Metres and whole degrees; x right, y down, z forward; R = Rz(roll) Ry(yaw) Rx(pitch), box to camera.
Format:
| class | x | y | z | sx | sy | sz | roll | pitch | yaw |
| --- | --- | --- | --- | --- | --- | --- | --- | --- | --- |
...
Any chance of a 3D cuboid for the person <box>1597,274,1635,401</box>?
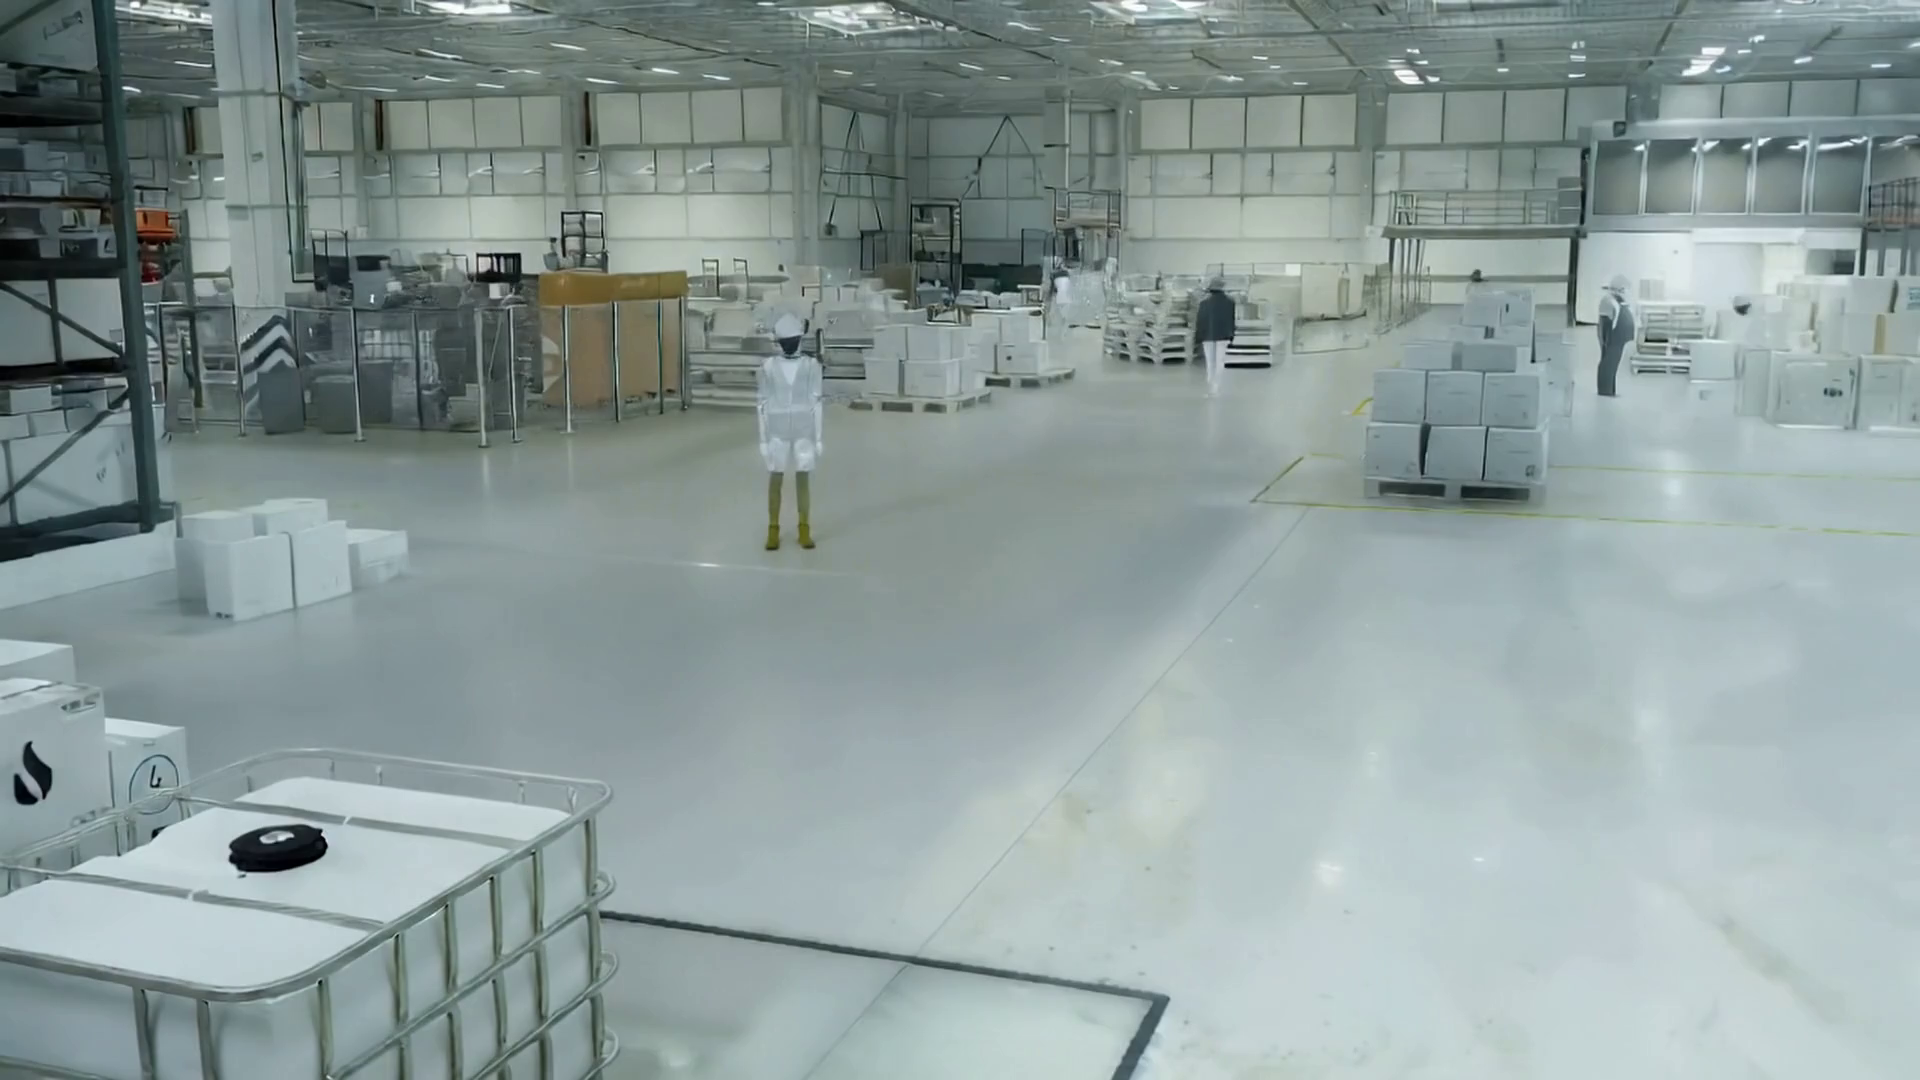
| class | x | y | z | sx | sy | sz | roll | pitch | yaw |
| --- | --- | --- | --- | --- | --- | --- | --- | --- | --- |
| person | 10.568 | -3.254 | 26.762 | 0.535 | 2.000 | 0.684 | 9 | 13 | 41 |

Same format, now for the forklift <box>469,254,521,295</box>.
| class | x | y | z | sx | sy | sz | roll | pitch | yaw |
| --- | --- | --- | --- | --- | --- | --- | --- | --- | --- |
| forklift | -17.990 | -10.121 | 64.684 | 1.157 | 1.987 | 2.680 | 3 | 11 | 17 |

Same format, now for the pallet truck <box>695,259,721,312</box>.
| class | x | y | z | sx | sy | sz | roll | pitch | yaw |
| --- | --- | --- | --- | --- | --- | --- | --- | --- | --- |
| pallet truck | -9.165 | -9.627 | 62.776 | 0.823 | 1.965 | 1.885 | 4 | 11 | 23 |

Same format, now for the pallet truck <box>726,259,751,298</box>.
| class | x | y | z | sx | sy | sz | roll | pitch | yaw |
| --- | --- | --- | --- | --- | --- | --- | --- | --- | --- |
| pallet truck | -7.986 | -9.493 | 62.019 | 0.823 | 1.965 | 1.885 | 3 | 11 | 17 |

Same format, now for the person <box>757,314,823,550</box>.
| class | x | y | z | sx | sy | sz | roll | pitch | yaw |
| --- | --- | --- | --- | --- | --- | --- | --- | --- | --- |
| person | -1.390 | -0.880 | 13.680 | 0.542 | 1.939 | 0.368 | -2 | 10 | -9 |

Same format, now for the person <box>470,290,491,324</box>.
| class | x | y | z | sx | sy | sz | roll | pitch | yaw |
| --- | --- | --- | --- | --- | --- | --- | --- | --- | --- |
| person | -8.738 | -3.724 | 30.414 | 0.399 | 1.677 | 0.547 | 4 | 11 | 20 |

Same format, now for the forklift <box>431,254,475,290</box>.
| class | x | y | z | sx | sy | sz | roll | pitch | yaw |
| --- | --- | --- | --- | --- | --- | --- | --- | --- | --- |
| forklift | -20.133 | -10.254 | 65.465 | 1.157 | 1.987 | 2.680 | 3 | 11 | 19 |

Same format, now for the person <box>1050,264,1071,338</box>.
| class | x | y | z | sx | sy | sz | roll | pitch | yaw |
| --- | --- | --- | --- | --- | --- | --- | --- | --- | --- |
| person | 2.726 | -6.351 | 44.319 | 0.611 | 2.018 | 0.852 | -5 | 11 | -28 |

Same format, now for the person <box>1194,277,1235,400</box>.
| class | x | y | z | sx | sy | sz | roll | pitch | yaw |
| --- | --- | --- | --- | --- | --- | --- | --- | --- | --- |
| person | 4.136 | -3.277 | 27.058 | 0.636 | 1.984 | 0.560 | 2 | 10 | 11 |

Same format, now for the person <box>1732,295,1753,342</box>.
| class | x | y | z | sx | sy | sz | roll | pitch | yaw |
| --- | --- | --- | --- | --- | --- | --- | --- | --- | --- |
| person | 12.265 | -2.978 | 26.123 | 0.947 | 1.708 | 0.540 | 3 | 11 | 17 |

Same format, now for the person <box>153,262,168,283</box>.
| class | x | y | z | sx | sy | sz | roll | pitch | yaw |
| --- | --- | --- | --- | --- | --- | --- | --- | --- | --- |
| person | -27.655 | -8.643 | 57.472 | 0.651 | 1.913 | 0.410 | 6 | 12 | 29 |

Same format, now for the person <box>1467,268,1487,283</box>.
| class | x | y | z | sx | sy | sz | roll | pitch | yaw |
| --- | --- | --- | --- | --- | --- | --- | --- | --- | --- |
| person | 14.052 | -6.466 | 45.369 | 0.597 | 1.847 | 0.880 | 6 | 12 | 30 |

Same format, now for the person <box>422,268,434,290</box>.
| class | x | y | z | sx | sy | sz | roll | pitch | yaw |
| --- | --- | --- | --- | --- | --- | --- | --- | --- | --- |
| person | -19.410 | -9.189 | 60.774 | 0.404 | 1.832 | 0.589 | -7 | 12 | -35 |
